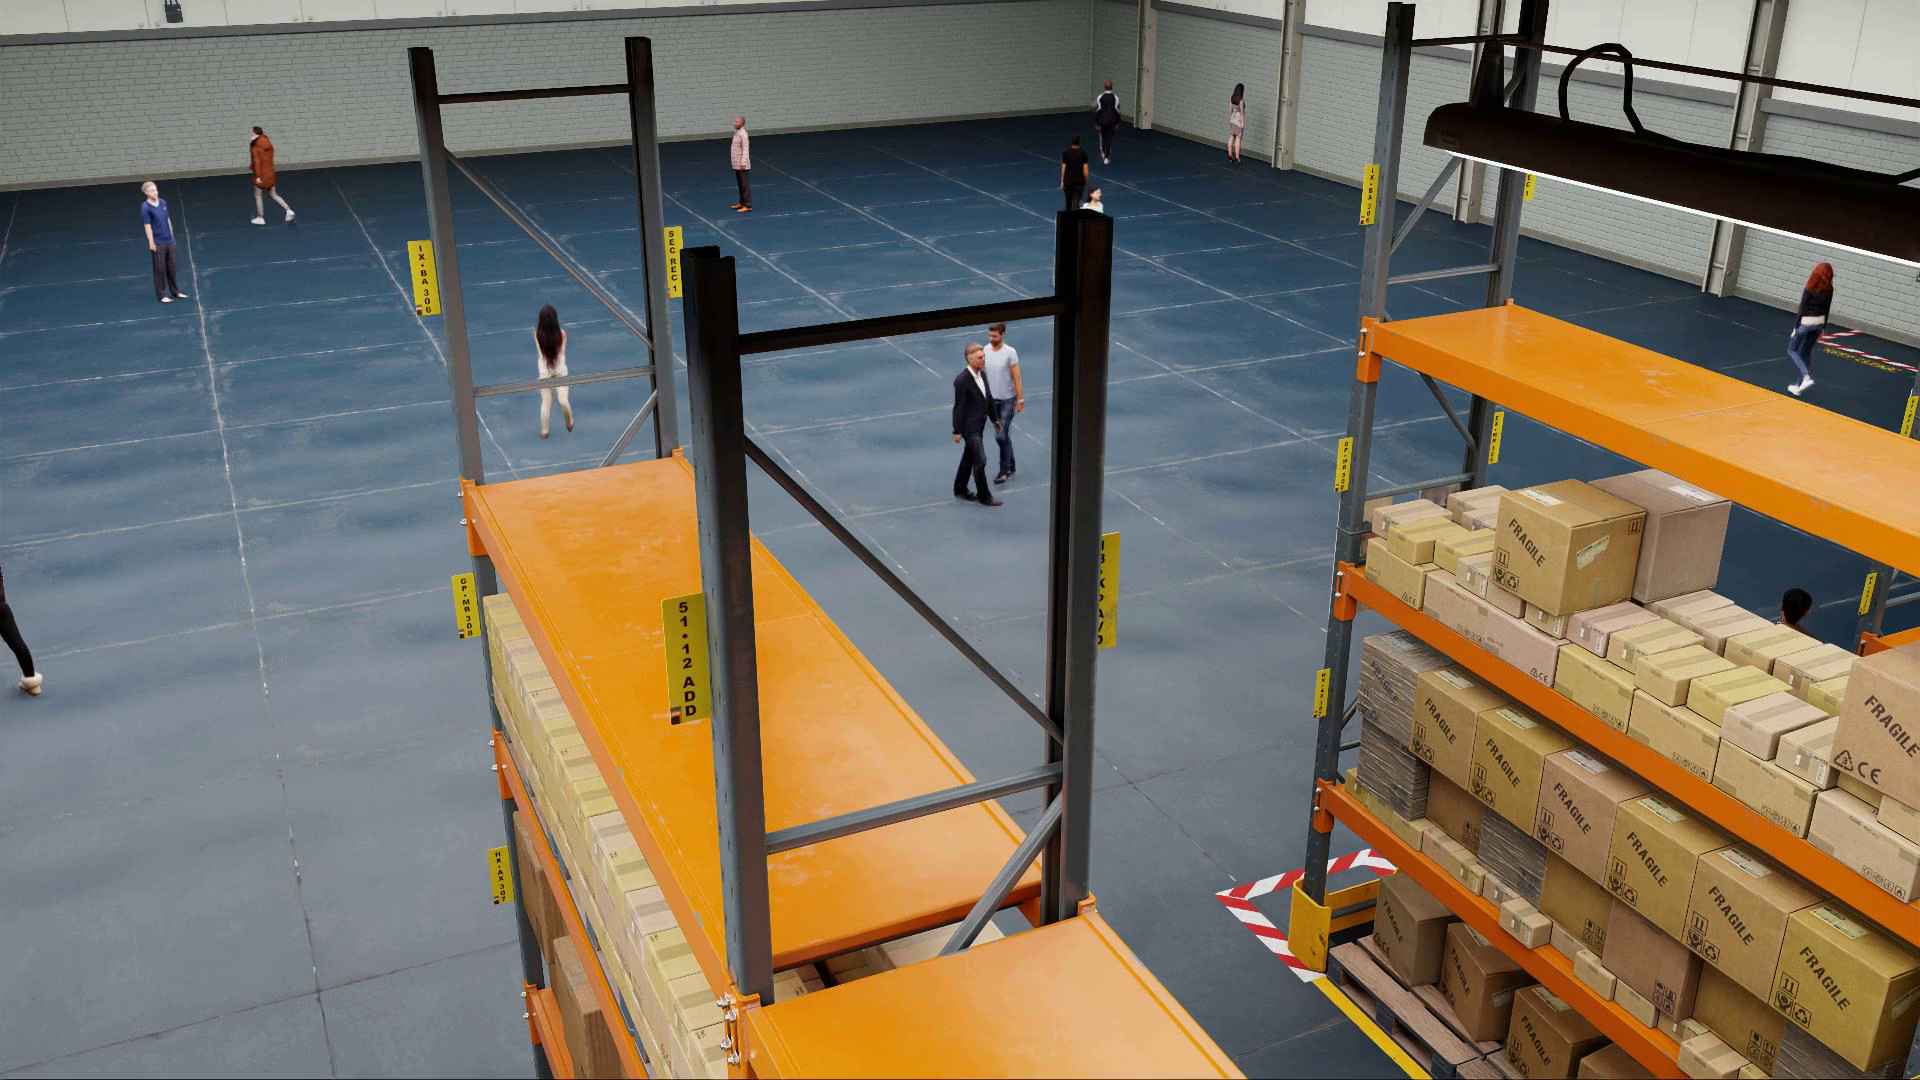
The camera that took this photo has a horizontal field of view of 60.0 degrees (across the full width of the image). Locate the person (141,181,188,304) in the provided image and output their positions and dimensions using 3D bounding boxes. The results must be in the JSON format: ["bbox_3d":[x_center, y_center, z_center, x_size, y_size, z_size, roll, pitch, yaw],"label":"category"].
[{"bbox_3d":[-12.505,-4.668,25.992,0.773,1.871,0.721,9,25,19],"label":"person"}]

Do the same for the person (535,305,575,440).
[{"bbox_3d":[-4.939,-2.061,20.139,0.692,1.655,0.601,-10,25,-23],"label":"person"}]

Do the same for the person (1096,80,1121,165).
[{"bbox_3d":[3.258,-9.208,36.776,1.124,1.787,1.254,4,23,10],"label":"person"}]

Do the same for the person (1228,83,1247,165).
[{"bbox_3d":[6.151,-9.252,36.931,0.670,1.747,0.480,-14,27,-29],"label":"person"}]

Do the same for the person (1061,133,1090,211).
[{"bbox_3d":[2.098,-6.556,30.630,1.033,1.717,1.188,3,23,8],"label":"person"}]

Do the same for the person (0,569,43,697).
[{"bbox_3d":[-8.247,0.558,14.013,1.091,1.630,0.924,-13,26,-28],"label":"person"}]

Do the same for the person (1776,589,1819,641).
[{"bbox_3d":[6.008,1.228,12.267,0.769,1.762,0.782,2,23,5],"label":"person"}]

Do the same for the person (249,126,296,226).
[{"bbox_3d":[-12.902,-6.772,31.016,1.178,1.812,1.140,7,24,16],"label":"person"}]

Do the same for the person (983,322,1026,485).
[{"bbox_3d":[0.526,-1.597,18.804,0.847,1.845,0.905,16,28,33],"label":"person"}]

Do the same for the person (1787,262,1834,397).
[{"bbox_3d":[10.997,-2.682,21.451,0.738,1.771,0.902,-2,23,-5],"label":"person"}]

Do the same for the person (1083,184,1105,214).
[{"bbox_3d":[2.030,-4.743,26.307,0.746,1.764,0.828,-18,29,-37],"label":"person"}]

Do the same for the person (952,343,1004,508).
[{"bbox_3d":[0.068,-1.285,18.141,1.071,1.791,0.977,12,26,25],"label":"person"}]

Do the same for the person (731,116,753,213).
[{"bbox_3d":[-4.241,-7.318,32.309,0.743,1.806,0.503,-10,25,-22],"label":"person"}]
